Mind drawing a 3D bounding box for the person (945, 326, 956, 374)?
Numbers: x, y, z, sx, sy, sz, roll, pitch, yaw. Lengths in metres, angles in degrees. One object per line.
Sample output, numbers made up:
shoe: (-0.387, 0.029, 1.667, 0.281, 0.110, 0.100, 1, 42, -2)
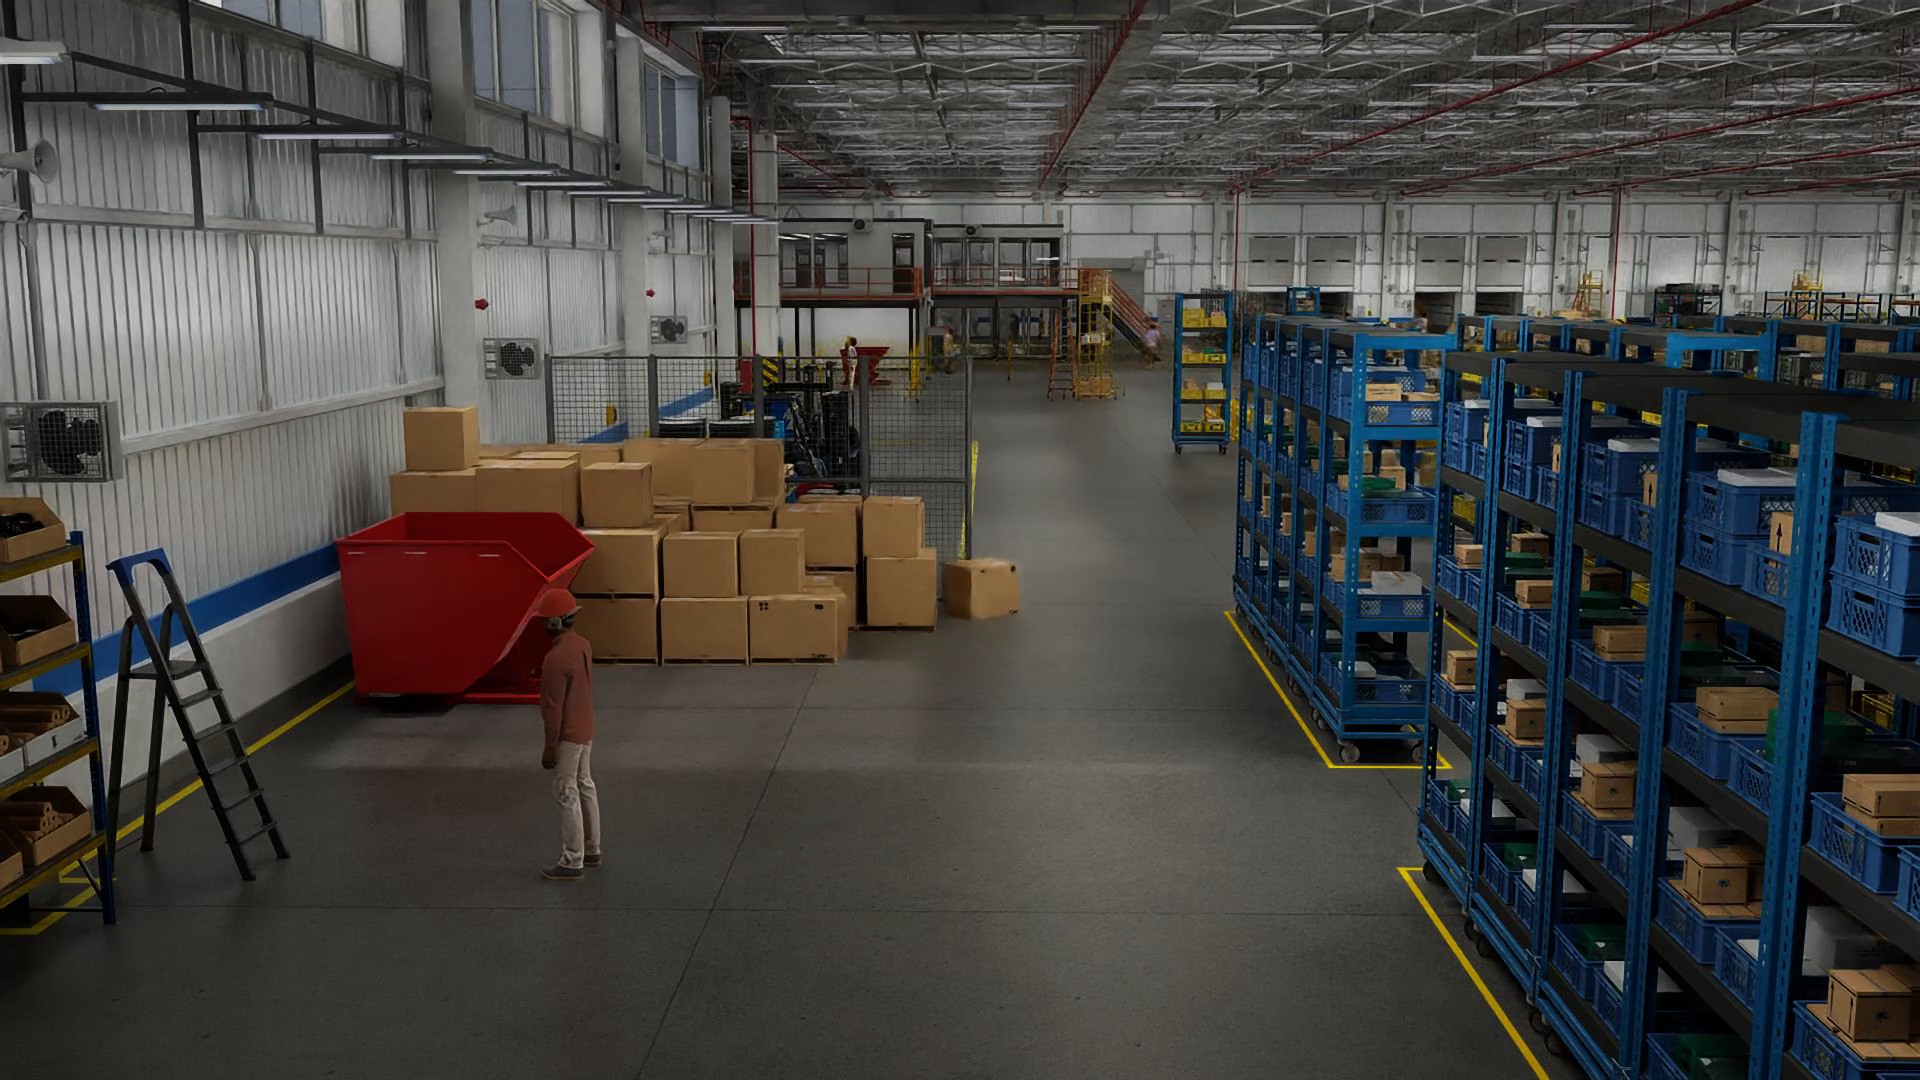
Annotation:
person: (-0.379, -7.538, 66.003, 0.429, 1.919, 0.566, -2, 9, -11)

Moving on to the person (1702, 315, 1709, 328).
person: (38.824, -10.836, 86.665, 0.981, 1.813, 0.556, -4, 10, -23)

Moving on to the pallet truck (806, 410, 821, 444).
pallet truck: (-3.559, -2.018, 33.905, 1.522, 1.261, 0.704, 0, 9, -1)

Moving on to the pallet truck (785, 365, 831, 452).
pallet truck: (-3.774, -2.976, 37.635, 1.885, 1.965, 0.823, 1, 9, 5)

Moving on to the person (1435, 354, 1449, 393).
person: (13.066, -4.099, 45.020, 0.434, 1.858, 0.504, -1, 9, -5)

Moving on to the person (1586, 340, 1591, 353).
person: (24.412, -7.232, 64.171, 0.834, 1.913, 0.635, 4, 10, 24)

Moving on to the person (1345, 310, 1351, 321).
person: (21.584, -11.888, 92.869, 0.653, 1.900, 0.619, 6, 11, 31)

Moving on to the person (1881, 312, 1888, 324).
person: (51.179, -11.704, 91.980, 0.443, 1.833, 0.538, -5, 11, -29)

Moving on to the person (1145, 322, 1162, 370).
person: (7.968, -8.051, 68.969, 0.614, 2.003, 1.029, 8, 12, 42)

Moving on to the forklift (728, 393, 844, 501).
forklift: (-2.979, -1.316, 26.476, 2.680, 1.987, 1.157, 0, 9, 1)

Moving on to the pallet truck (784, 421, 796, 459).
pallet truck: (-4.013, -1.793, 32.705, 1.601, 1.201, 0.680, 0, 9, 1)

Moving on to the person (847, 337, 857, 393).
person: (-3.603, -5.852, 55.786, 0.353, 1.874, 0.598, 0, 9, -2)

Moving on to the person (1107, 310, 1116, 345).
person: (8.410, -11.804, 92.311, 0.577, 1.924, 0.400, -6, 11, -31)

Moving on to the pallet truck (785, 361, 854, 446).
pallet truck: (-3.410, -3.193, 38.978, 1.885, 1.965, 0.823, 0, 9, -1)

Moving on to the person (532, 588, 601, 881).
person: (-2.672, 1.307, 11.275, 0.402, 1.987, 0.609, 1, 9, 6)

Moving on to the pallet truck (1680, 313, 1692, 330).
pallet truck: (36.315, -10.531, 84.244, 0.823, 1.965, 1.885, -6, 11, -33)

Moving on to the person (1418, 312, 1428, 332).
person: (25.365, -11.555, 91.086, 0.637, 1.822, 0.474, -6, 11, -34)

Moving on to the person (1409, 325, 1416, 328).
person: (17.294, -7.229, 63.740, 0.538, 2.000, 0.693, 0, 9, 0)

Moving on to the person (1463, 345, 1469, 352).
person: (16.475, -5.478, 53.994, 0.538, 1.701, 0.943, -4, 10, -25)

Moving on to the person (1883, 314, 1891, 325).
person: (50.780, -11.498, 91.008, 0.592, 1.723, 0.507, -8, 12, -41)

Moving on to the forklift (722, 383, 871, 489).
forklift: (-2.893, -1.687, 28.729, 2.680, 1.987, 1.157, 0, 9, -1)

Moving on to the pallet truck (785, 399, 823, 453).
pallet truck: (-3.814, -2.432, 36.419, 1.630, 1.274, 0.653, 0, 9, 1)
